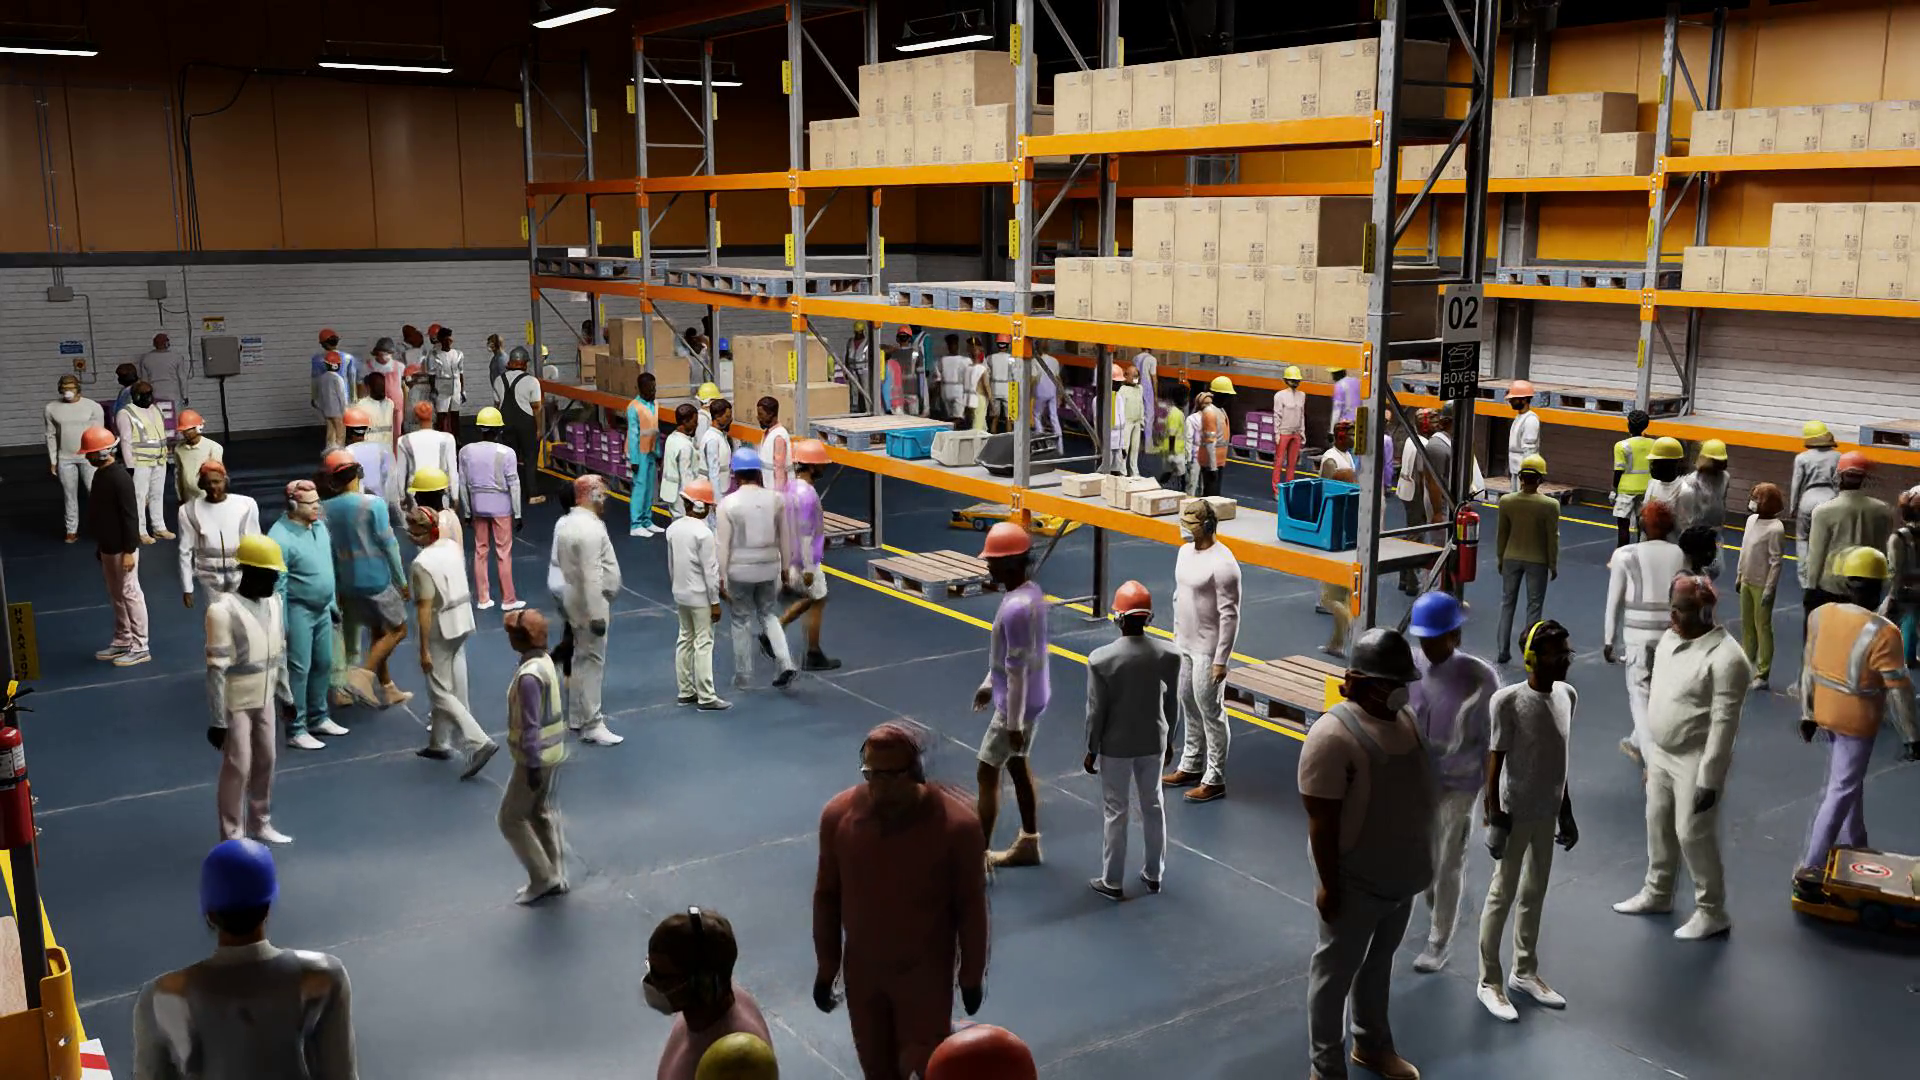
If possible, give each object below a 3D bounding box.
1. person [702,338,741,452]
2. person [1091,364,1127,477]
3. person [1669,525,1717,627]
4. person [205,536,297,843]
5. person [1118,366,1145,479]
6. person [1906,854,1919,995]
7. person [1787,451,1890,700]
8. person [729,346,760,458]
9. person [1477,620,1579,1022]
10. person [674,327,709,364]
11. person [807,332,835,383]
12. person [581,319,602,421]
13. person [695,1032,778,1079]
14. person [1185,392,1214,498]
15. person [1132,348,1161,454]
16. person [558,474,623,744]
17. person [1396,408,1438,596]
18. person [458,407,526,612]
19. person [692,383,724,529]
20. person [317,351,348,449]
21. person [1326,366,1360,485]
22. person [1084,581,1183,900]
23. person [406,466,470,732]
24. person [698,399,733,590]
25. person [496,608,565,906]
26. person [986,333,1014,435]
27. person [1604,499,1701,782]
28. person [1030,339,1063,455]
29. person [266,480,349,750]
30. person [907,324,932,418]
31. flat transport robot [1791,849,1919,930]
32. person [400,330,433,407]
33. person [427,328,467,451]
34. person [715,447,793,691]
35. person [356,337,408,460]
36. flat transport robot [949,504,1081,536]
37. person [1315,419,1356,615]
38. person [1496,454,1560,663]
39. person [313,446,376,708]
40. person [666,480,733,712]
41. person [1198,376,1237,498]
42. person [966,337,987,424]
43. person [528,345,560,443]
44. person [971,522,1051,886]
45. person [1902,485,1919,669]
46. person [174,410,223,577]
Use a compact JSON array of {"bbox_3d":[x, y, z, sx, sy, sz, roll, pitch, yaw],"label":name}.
[{"bbox_3d":[-3.408,-1.929,23.962,0.606,1.947,0.406,-4,12,-20],"label":"person"},{"bbox_3d":[1.817,-1.137,19.935,0.357,1.937,0.551,10,15,41],"label":"person"},{"bbox_3d":[4.803,0.733,10.982,0.317,1.697,0.539,7,13,32],"label":"person"},{"bbox_3d":[-4.105,0.925,9.606,0.552,1.894,0.647,3,11,16],"label":"person"},{"bbox_3d":[2.385,-1.614,23.186,0.505,1.622,0.298,-10,15,-42],"label":"person"},{"bbox_3d":[4.732,1.337,7.793,0.450,1.728,0.573,1,11,4],"label":"person"},{"bbox_3d":[6.645,0.326,12.396,0.641,1.960,0.852,-1,11,-7],"label":"person"},{"bbox_3d":[-3.281,-1.994,24.654,0.880,1.801,0.588,5,12,25],"label":"person"},{"bbox_3d":[2.661,1.282,7.719,0.520,1.877,0.328,-5,12,-26],"label":"person"},{"bbox_3d":[-4.324,-2.520,27.152,0.580,1.880,0.812,-10,15,-43],"label":"person"},{"bbox_3d":[-2.217,-2.249,25.653,0.594,1.924,0.383,6,12,27],"label":"person"},{"bbox_3d":[-6.306,-2.829,28.622,0.374,1.933,0.625,-2,11,-12],"label":"person"},{"bbox_3d":[-0.568,2.051,4.152,0.494,1.730,0.324,3,12,16],"label":"person"},{"bbox_3d":[2.856,-0.935,19.668,0.517,1.639,0.314,-8,14,-35],"label":"person"},{"bbox_3d":[2.896,-2.262,25.931,0.341,1.845,0.506,-9,14,-39],"label":"person"},{"bbox_3d":[-2.602,0.486,11.791,0.395,1.882,0.706,-5,12,-24],"label":"person"},{"bbox_3d":[4.473,-0.376,16.270,0.388,1.848,0.564,0,11,1],"label":"person"},{"bbox_3d":[-4.381,-0.284,15.596,0.594,1.925,0.369,2,11,12],"label":"person"},{"bbox_3d":[-2.813,-0.859,18.783,0.404,1.832,0.600,0,11,-1],"label":"person"},{"bbox_3d":[-9.006,-1.844,24.024,0.559,1.752,0.326,8,13,34],"label":"person"},{"bbox_3d":[5.092,-1.522,22.041,0.446,1.890,0.641,9,14,38],"label":"person"},{"bbox_3d":[0.925,1.084,9.043,0.563,1.751,0.329,-4,12,-20],"label":"person"},{"bbox_3d":[-3.748,0.422,11.985,0.380,1.924,0.593,-3,11,-14],"label":"person"},{"bbox_3d":[-2.418,-0.453,16.522,0.405,1.909,0.597,-1,11,-3],"label":"person"},{"bbox_3d":[-2.324,1.168,8.948,0.398,1.619,0.554,-1,11,-7],"label":"person"},{"bbox_3d":[0.653,-2.235,25.588,0.545,1.929,0.389,3,11,15],"label":"person"},{"bbox_3d":[4.601,0.655,11.015,0.586,1.854,0.914,1,11,4],"label":"person"},{"bbox_3d":[1.326,-2.218,25.847,0.522,1.792,0.617,-6,13,-29],"label":"person"},{"bbox_3d":[-4.560,0.516,11.598,0.400,1.896,0.650,2,11,8],"label":"person"},{"bbox_3d":[-0.788,-3.162,30.586,0.636,1.830,0.429,10,15,43],"label":"person"},{"bbox_3d":[5.185,1.889,8.727,1.431,0.197,0.652,6,13,30],"label":"flat transport robot"},{"bbox_3d":[-8.694,-2.412,26.627,0.619,1.870,0.575,2,11,10],"label":"person"},{"bbox_3d":[-8.008,-2.340,26.017,0.364,1.965,0.609,10,15,43],"label":"person"},{"bbox_3d":[-1.580,0.242,12.903,0.650,1.925,0.600,-8,13,-34],"label":"person"},{"bbox_3d":[-8.157,-1.896,23.557,0.709,2.000,0.622,-6,12,-27],"label":"person"},{"bbox_3d":[0.654,-0.255,19.701,1.431,0.197,0.652,5,12,26],"label":"flat transport robot"},{"bbox_3d":[3.494,-0.221,15.510,0.390,1.837,0.561,6,12,27],"label":"person"},{"bbox_3d":[4.671,0.173,13.702,0.524,1.761,0.339,10,15,41],"label":"person"},{"bbox_3d":[-4.772,0.205,12.804,0.690,2.000,1.042,-6,12,-27],"label":"person"},{"bbox_3d":[-1.959,0.413,12.499,0.338,1.742,0.563,-10,15,-42],"label":"person"},{"bbox_3d":[2.884,-0.883,18.696,0.397,1.919,0.592,5,12,23],"label":"person"},{"bbox_3d":[0.247,-2.162,25.393,0.334,1.860,0.509,3,11,16],"label":"person"},{"bbox_3d":[-6.349,-2.104,25.355,0.522,1.759,0.349,3,12,17],"label":"person"},{"bbox_3d":[0.239,0.899,9.310,0.516,2.020,0.618,3,11,15],"label":"person"},{"bbox_3d":[7.908,0.173,13.466,0.345,1.847,0.508,-8,14,-35],"label":"person"},{"bbox_3d":[-7.770,-0.459,16.977,0.564,1.741,0.357,2,11,12],"label":"person"}]
